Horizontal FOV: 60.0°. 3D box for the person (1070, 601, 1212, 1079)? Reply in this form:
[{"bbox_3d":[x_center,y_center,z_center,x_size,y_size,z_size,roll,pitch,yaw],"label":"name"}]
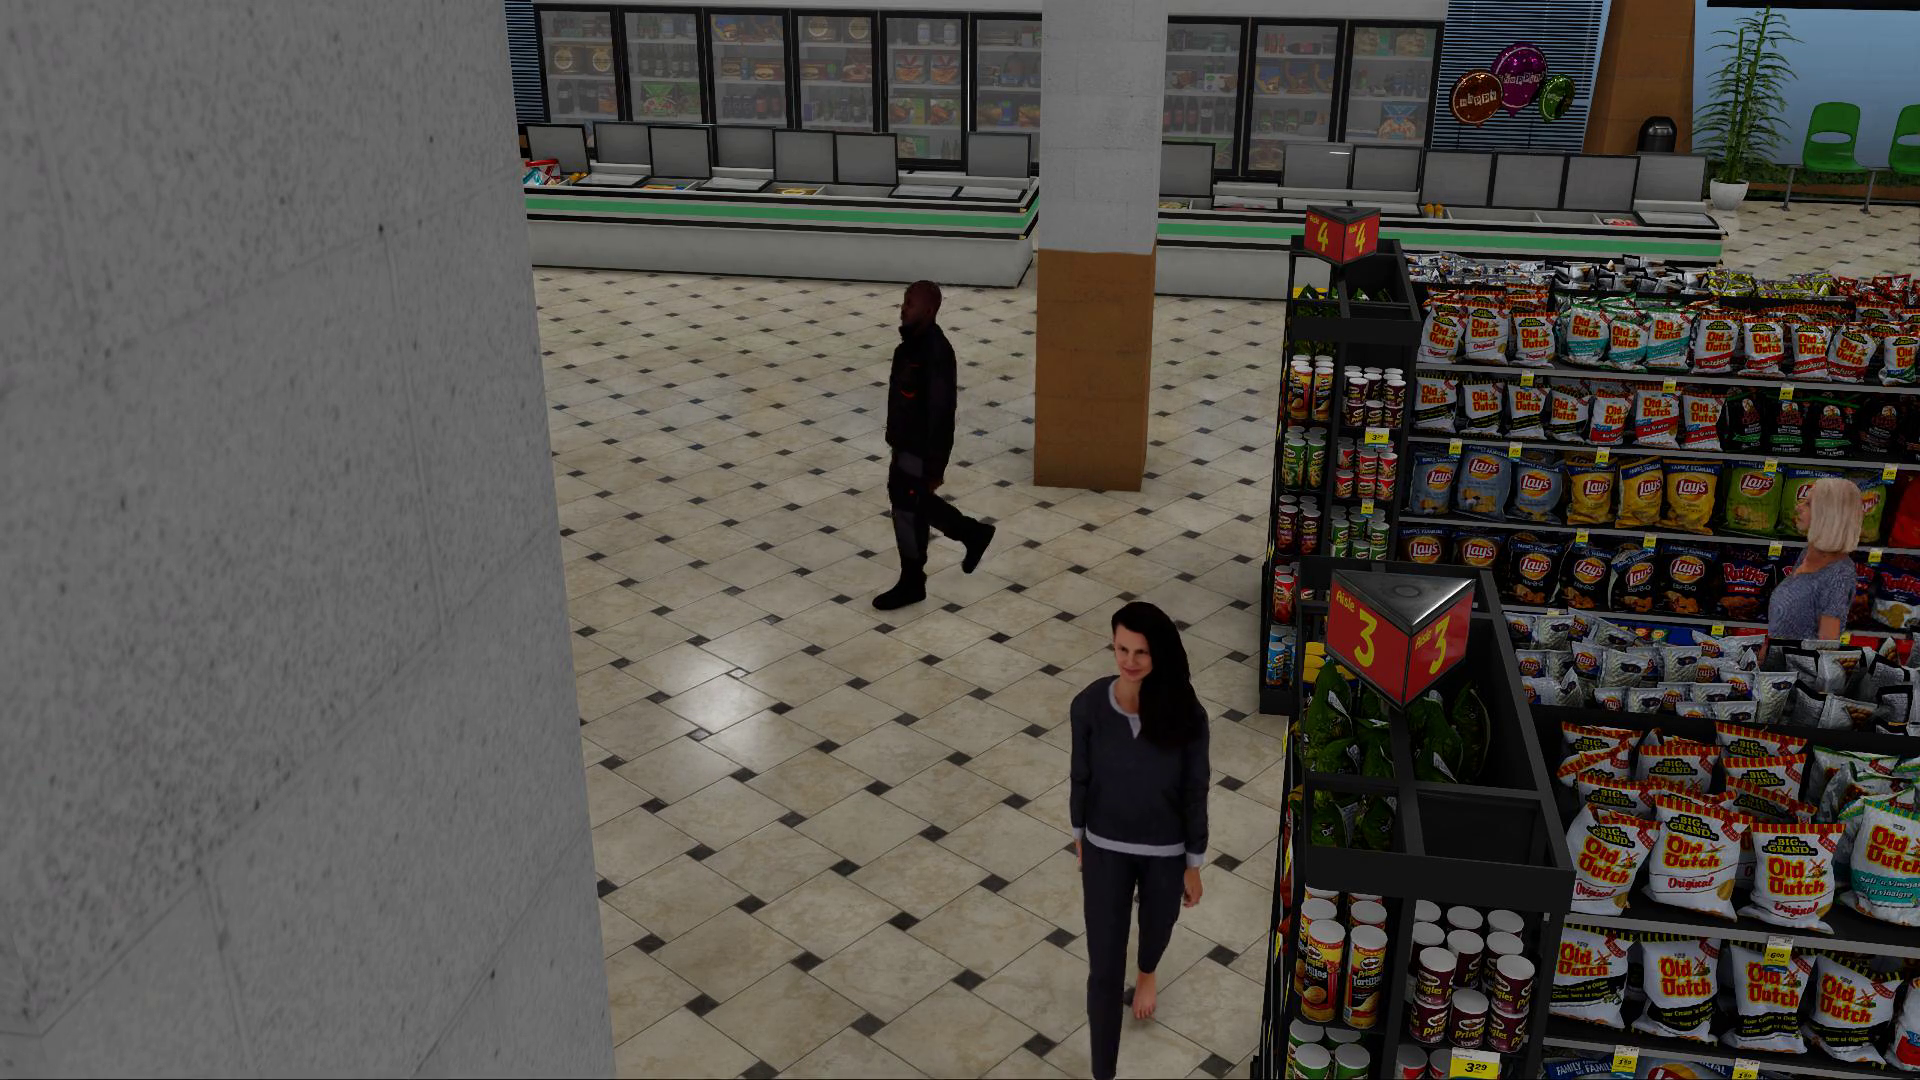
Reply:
[{"bbox_3d":[0.610,0.995,5.589,1.057,1.724,0.732,2,24,5],"label":"person"}]

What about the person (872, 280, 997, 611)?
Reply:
[{"bbox_3d":[-0.123,-0.523,8.960,1.123,1.804,0.969,-8,25,-17],"label":"person"}]
